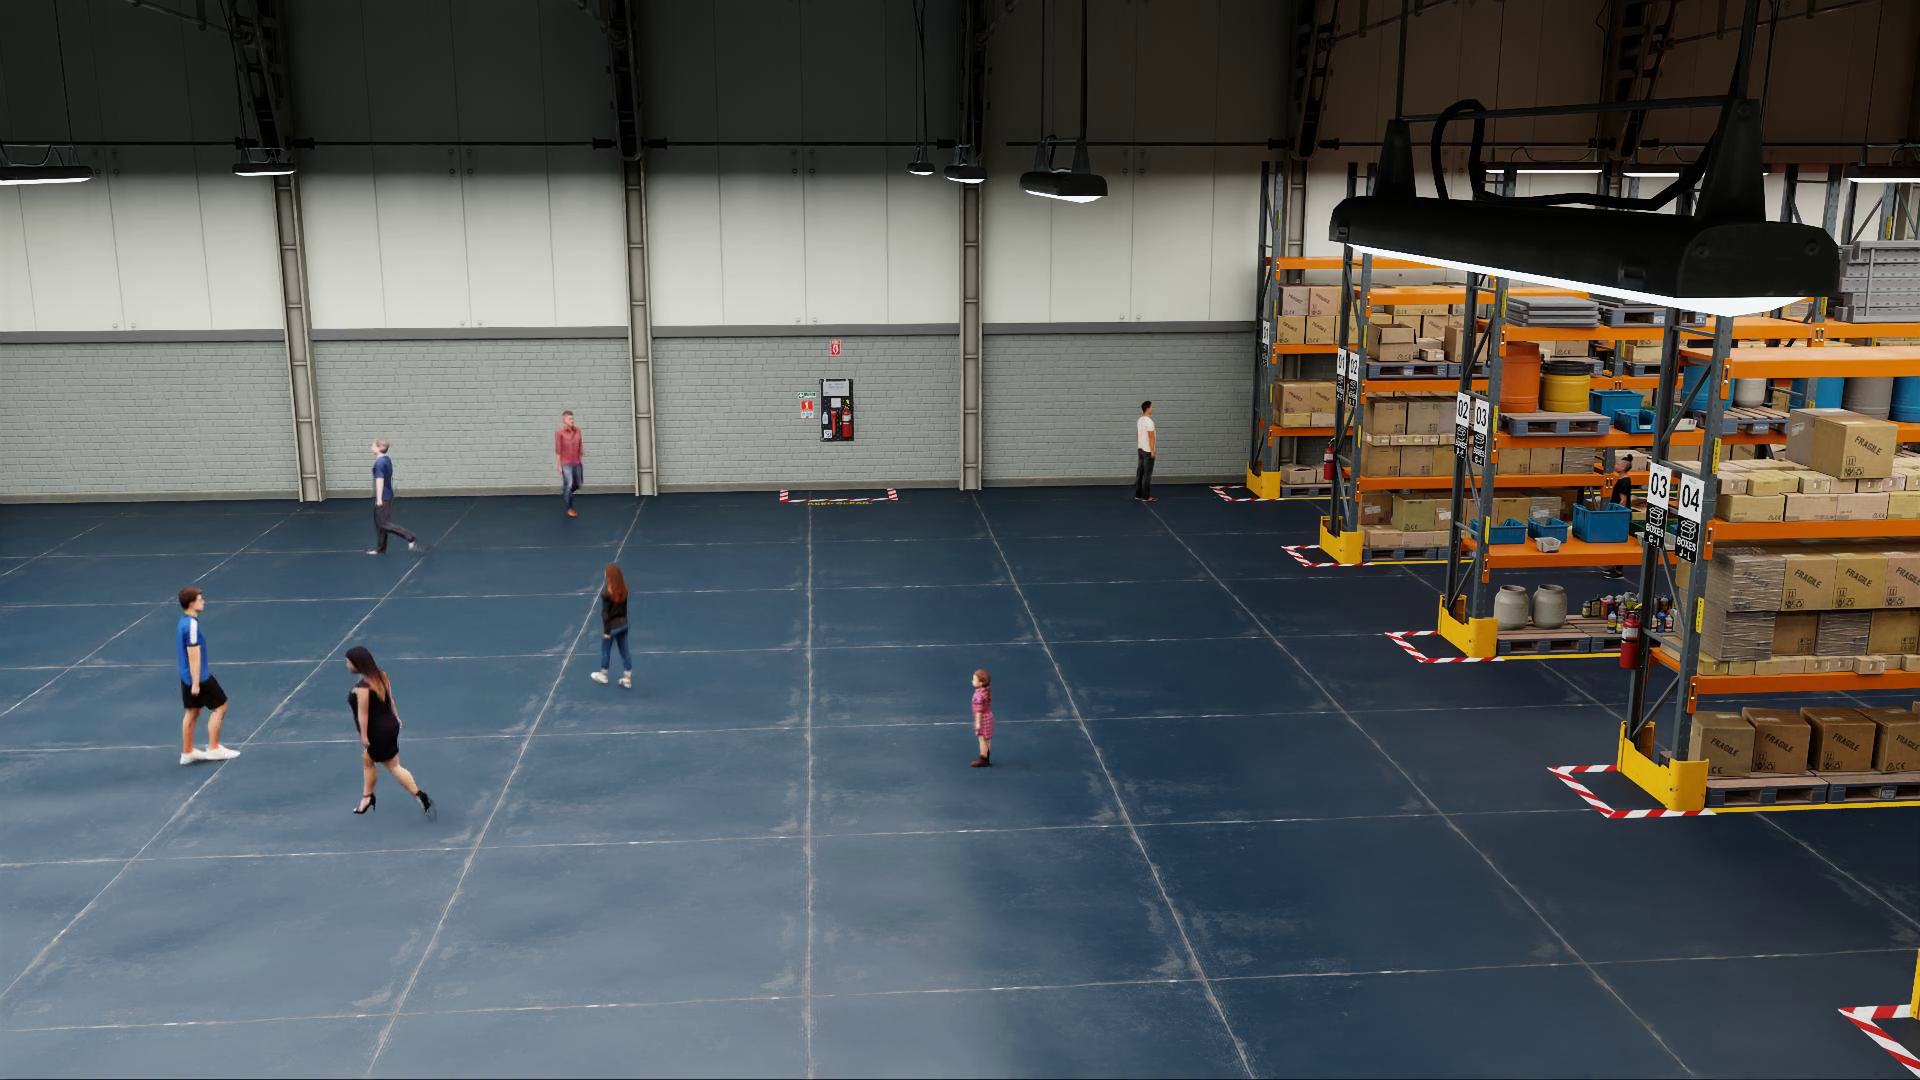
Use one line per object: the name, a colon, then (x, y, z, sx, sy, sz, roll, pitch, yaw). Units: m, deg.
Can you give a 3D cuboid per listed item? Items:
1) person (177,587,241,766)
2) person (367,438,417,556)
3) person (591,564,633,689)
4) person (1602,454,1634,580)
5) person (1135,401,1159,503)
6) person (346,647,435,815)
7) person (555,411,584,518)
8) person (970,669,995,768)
person: (-7.874, 1.399, 16.924, 0.918, 1.845, 0.847, -11, 17, -39)
person: (-8.846, -0.647, 25.749, 1.013, 1.850, 0.709, -2, 13, -8)
person: (-3.970, 1.021, 19.405, 0.903, 1.462, 0.837, 10, 16, 37)
person: (9.734, -0.364, 24.501, 0.750, 1.862, 0.770, 5, 14, 21)
person: (3.345, -1.611, 30.027, 0.662, 1.799, 0.711, -6, 14, -24)
person: (-5.330, 1.818, 15.513, 1.061, 1.665, 0.744, 1, 13, 6)
person: (-6.804, -1.335, 28.791, 0.989, 1.818, 1.031, -13, 18, -43)
person: (0.234, 1.812, 16.967, 0.514, 1.022, 0.481, 4, 14, 17)
